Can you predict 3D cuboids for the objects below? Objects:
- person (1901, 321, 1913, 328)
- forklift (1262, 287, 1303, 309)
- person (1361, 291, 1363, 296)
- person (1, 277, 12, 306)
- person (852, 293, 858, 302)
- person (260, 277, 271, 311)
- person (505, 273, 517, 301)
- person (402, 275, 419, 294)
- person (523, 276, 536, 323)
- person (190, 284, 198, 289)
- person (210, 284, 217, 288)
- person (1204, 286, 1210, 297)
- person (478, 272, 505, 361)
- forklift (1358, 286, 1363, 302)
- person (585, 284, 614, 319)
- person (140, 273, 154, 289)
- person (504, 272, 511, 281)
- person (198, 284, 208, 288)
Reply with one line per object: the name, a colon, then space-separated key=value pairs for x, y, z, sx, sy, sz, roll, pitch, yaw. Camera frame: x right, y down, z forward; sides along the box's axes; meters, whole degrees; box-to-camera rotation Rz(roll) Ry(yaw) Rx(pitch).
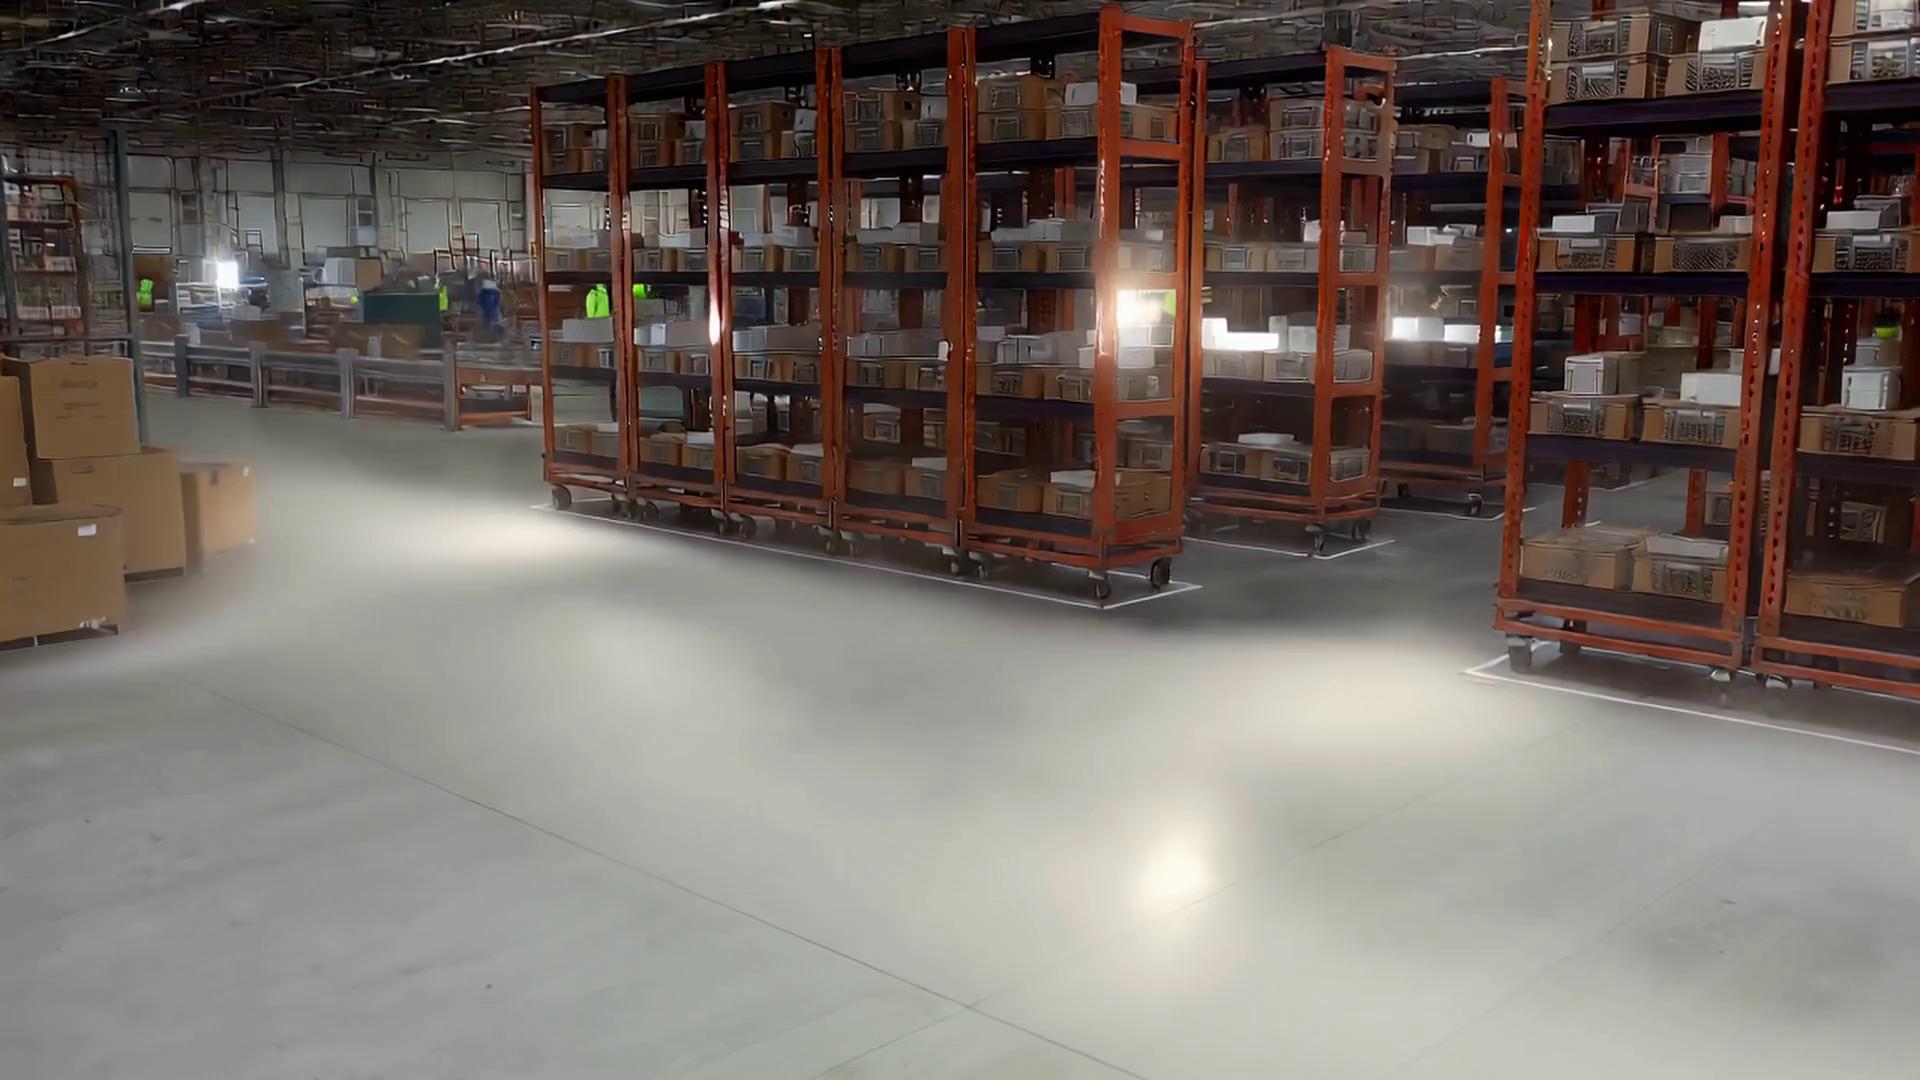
person: x=9.133 y=-1.438 z=15.656 sx=0.606 sy=1.926 sz=1.056 roll=5 pitch=11 yaw=29
forklift: x=10.769 y=-8.203 z=54.240 sx=1.129 sy=2.768 sz=1.873 roll=8 pitch=12 yaw=42
person: x=7.532 y=-3.795 z=30.703 sx=0.791 sy=1.742 sz=0.528 roll=-8 pitch=13 yaw=-42
person: x=-45.355 y=-11.763 z=78.984 sx=0.668 sy=1.917 sz=0.629 roll=-5 pitch=10 yaw=-26
person: x=-4.715 y=-10.995 z=74.974 sx=0.540 sy=1.695 sz=0.317 roll=6 pitch=11 yaw=32
person: x=-26.493 y=-9.129 z=63.393 sx=0.485 sy=1.744 sz=0.294 roll=5 pitch=11 yaw=29
person: x=-17.816 y=-9.664 z=66.162 sx=0.654 sy=1.913 sz=1.010 roll=4 pitch=10 yaw=24
person: x=-15.219 y=-6.374 z=46.051 sx=0.949 sy=1.903 sz=0.543 roll=7 pitch=11 yaw=36
person: x=-15.359 y=-8.520 z=59.463 sx=0.592 sy=1.817 sz=0.500 roll=9 pitch=13 yaw=44
person: x=-40.291 y=-13.141 z=87.626 sx=0.516 sy=1.865 sz=0.325 roll=-7 pitch=12 yaw=-37
person: x=-37.428 y=-12.515 z=83.640 sx=0.602 sy=1.913 sz=0.480 roll=2 pitch=9 yaw=12
person: x=8.193 y=-7.635 z=54.572 sx=0.499 sy=1.633 sz=0.286 roll=6 pitch=11 yaw=32
person: x=-10.187 y=-4.776 z=35.934 sx=0.612 sy=2.010 sz=0.979 roll=6 pitch=11 yaw=34
forklift: x=11.100 y=-7.017 z=46.970 sx=1.873 sy=2.768 sz=1.129 roll=9 pitch=13 yaw=43
person: x=-7.076 y=-4.224 z=32.869 sx=0.398 sy=1.897 sz=0.640 roll=7 pitch=12 yaw=37
person: x=-34.816 y=-10.478 z=71.236 sx=0.572 sy=1.883 sz=0.355 roll=-2 pitch=9 yaw=-12
person: x=-25.620 y=-14.325 z=94.766 sx=0.621 sy=1.893 sz=0.878 roll=1 pitch=9 yaw=7
person: x=-26.509 y=-8.342 z=58.205 sx=0.326 sy=1.865 sz=0.519 roll=1 pitch=9 yaw=8
